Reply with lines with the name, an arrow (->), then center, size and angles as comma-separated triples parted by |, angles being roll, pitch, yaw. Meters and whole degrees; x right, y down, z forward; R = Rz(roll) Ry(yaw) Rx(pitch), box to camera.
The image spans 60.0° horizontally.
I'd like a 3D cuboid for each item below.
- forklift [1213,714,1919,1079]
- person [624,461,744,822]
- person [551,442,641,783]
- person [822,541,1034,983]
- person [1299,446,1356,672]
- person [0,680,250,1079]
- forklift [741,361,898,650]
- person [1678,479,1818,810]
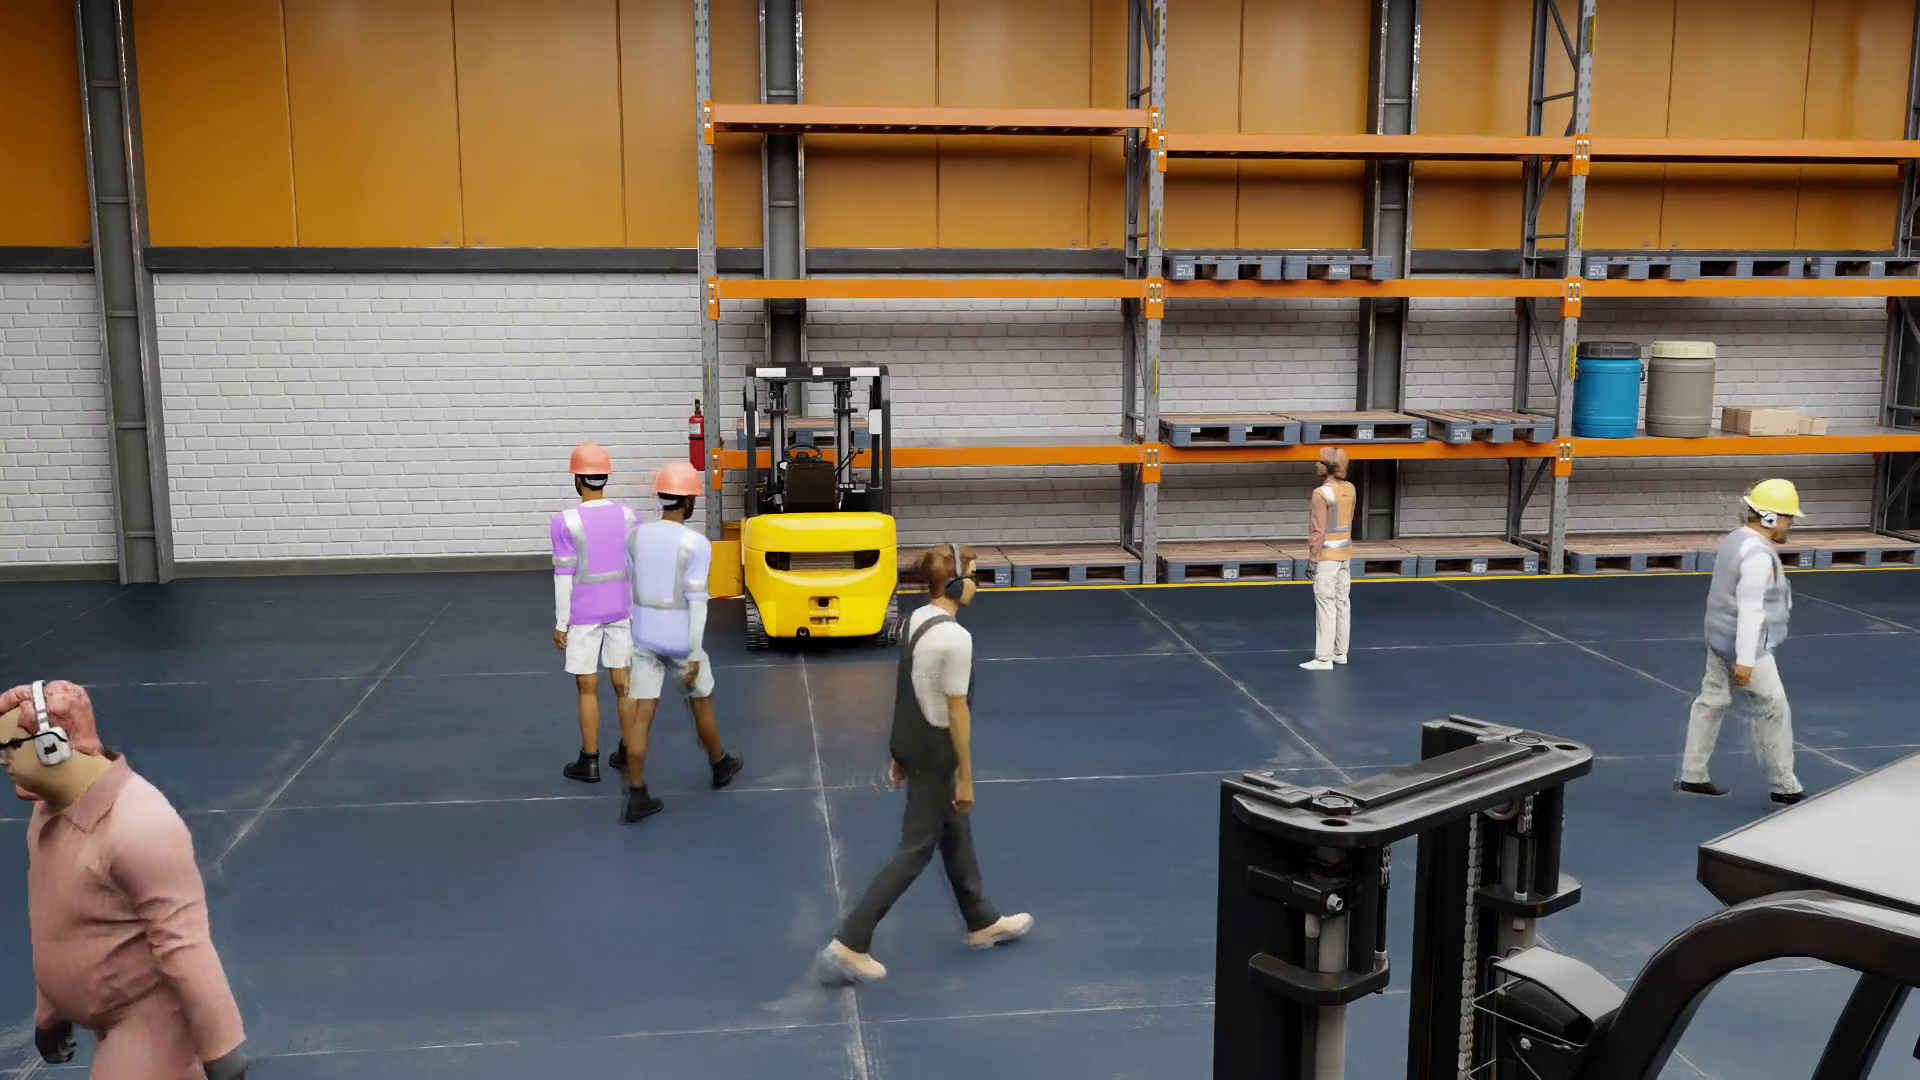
forklift -> 1.441, 1.425, 2.350 | 1.214, 2.155, 2.313 | -7, 12, -39
person -> -1.532, 0.512, 9.011 | 0.557, 1.876, 1.010 | 3, 10, 21
person -> -2.075, 0.411, 9.473 | 0.545, 1.939, 0.354 | -8, 12, -41
person -> -0.146, 0.900, 6.873 | 0.951, 1.814, 0.514 | -4, 10, -22
person -> 2.695, 0.135, 12.110 | 0.307, 1.645, 0.518 | 8, 12, 41
person -> -2.212, 1.272, 4.370 | 0.936, 1.859, 0.669 | -8, 12, -42
forklift -> -1.154, -0.340, 13.365 | 1.214, 2.155, 2.313 | -1, 9, -7
person -> 4.330, 0.563, 8.966 | 0.816, 1.787, 0.617 | 1, 9, 9
